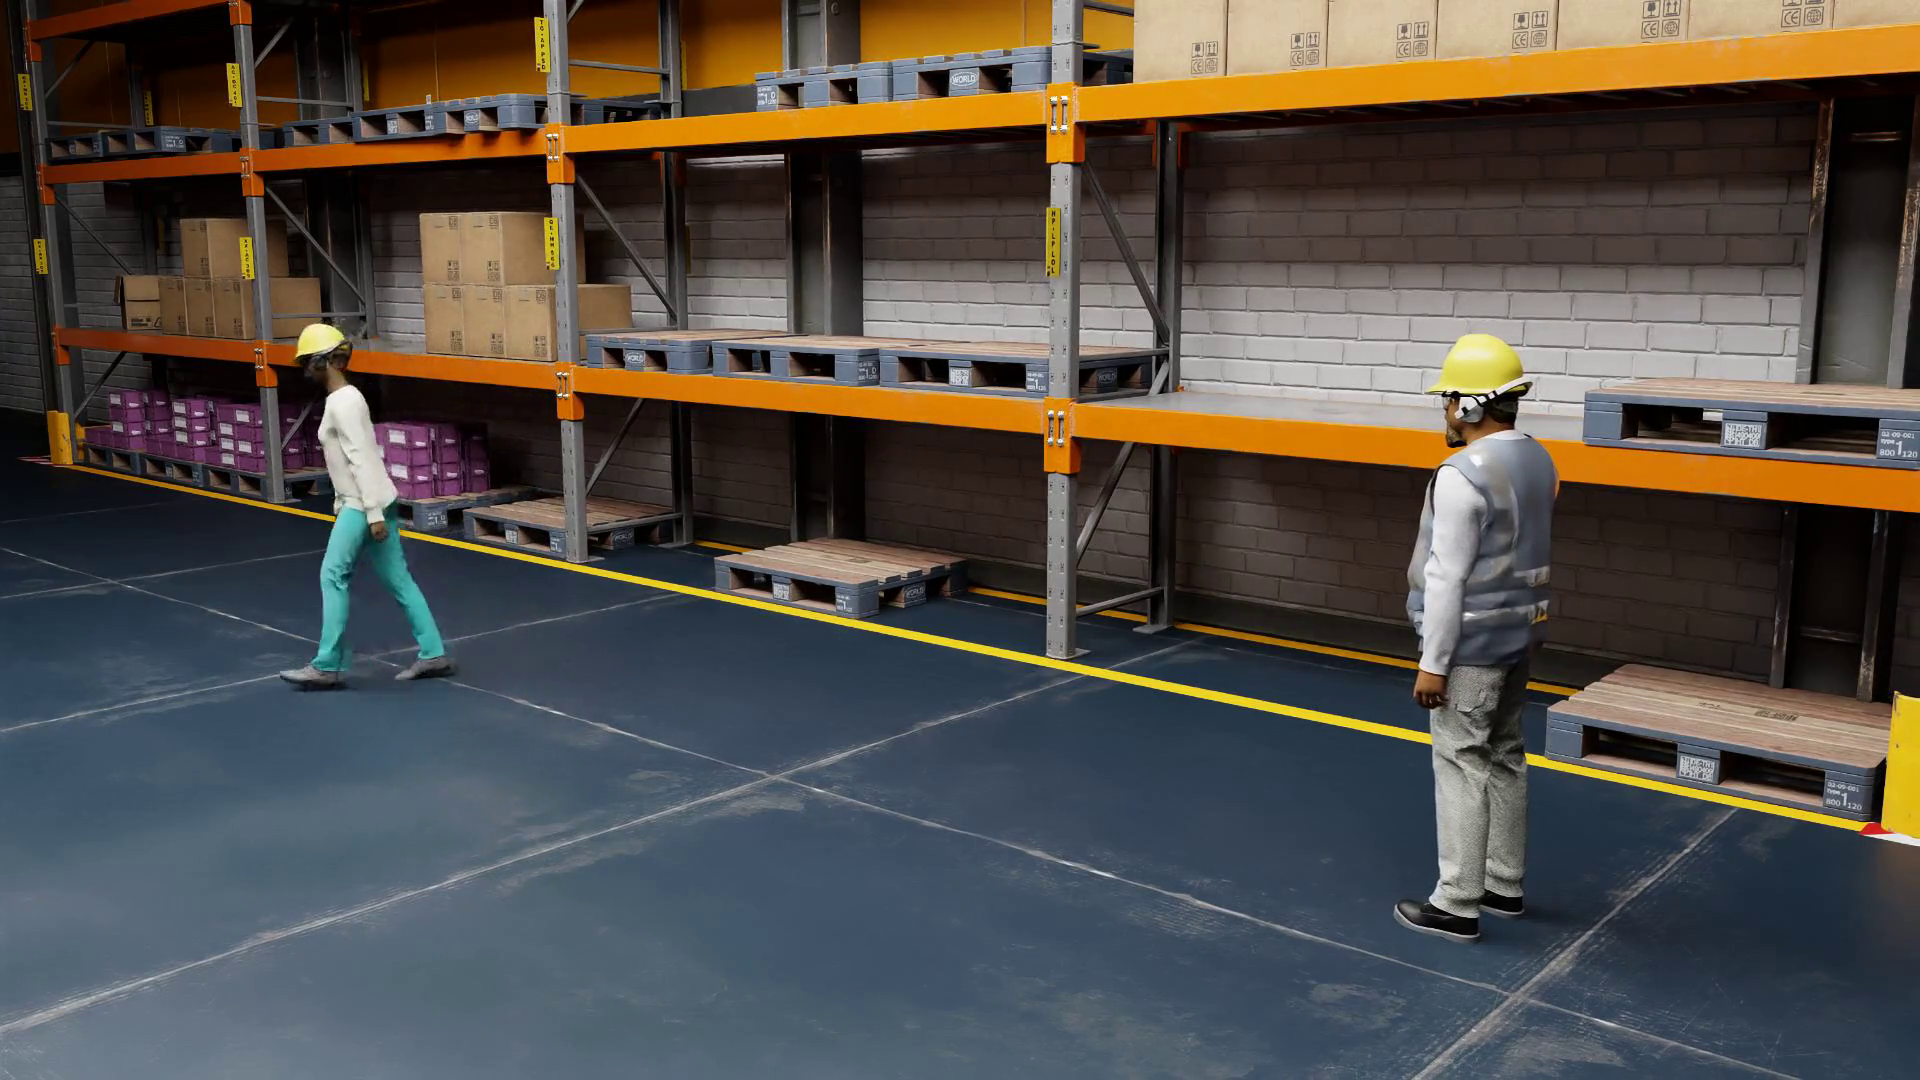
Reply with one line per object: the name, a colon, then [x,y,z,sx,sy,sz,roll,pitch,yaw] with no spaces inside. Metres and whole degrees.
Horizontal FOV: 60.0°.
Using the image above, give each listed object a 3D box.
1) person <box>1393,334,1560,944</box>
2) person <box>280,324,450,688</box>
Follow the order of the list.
person: [1.556,0.297,5.026,0.404,1.824,0.586,9,13,41]
person: [-2.856,-0.148,7.834,0.853,1.719,0.546,-2,10,-12]
